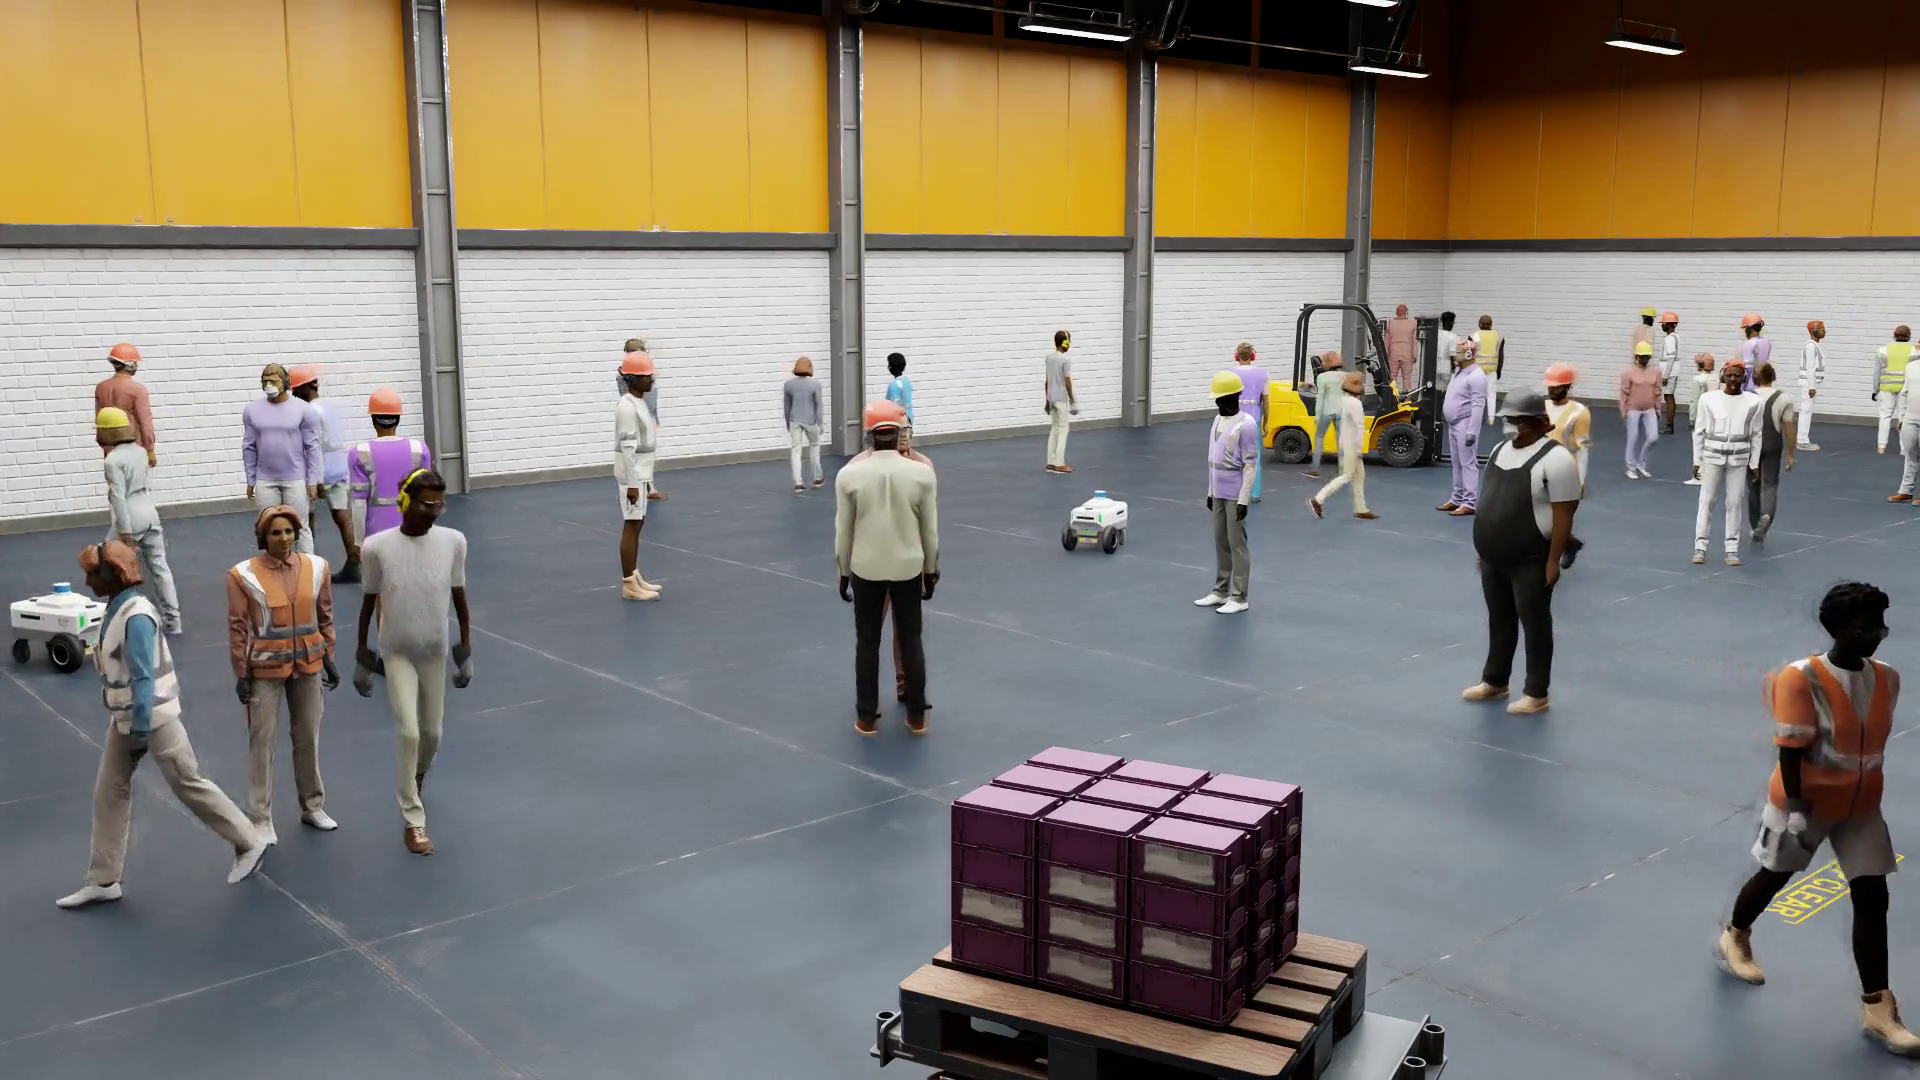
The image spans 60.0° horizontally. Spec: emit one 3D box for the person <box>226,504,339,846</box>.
[{"bbox_3d":[-3.256,0.636,8.033,0.515,1.640,0.315,-10,14,-44],"label":"person"}]

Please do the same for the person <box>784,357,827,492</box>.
[{"bbox_3d":[-1.854,-1.412,20.101,0.527,1.597,0.777,2,10,13],"label":"person"}]

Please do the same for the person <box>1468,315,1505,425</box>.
[{"bbox_3d":[8.742,-2.835,27.771,0.634,1.839,0.429,0,10,-2],"label":"person"}]

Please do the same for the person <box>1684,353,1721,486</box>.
[{"bbox_3d":[9.155,-1.481,20.469,0.516,1.630,0.322,-6,11,-30],"label":"person"}]

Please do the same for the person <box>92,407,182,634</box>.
[{"bbox_3d":[-6.203,-0.127,12.303,0.804,1.711,0.503,1,10,8],"label":"person"}]

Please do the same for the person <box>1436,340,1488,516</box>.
[{"bbox_3d":[5.465,-1.222,18.127,0.404,1.910,0.636,-1,10,-4],"label":"person"}]

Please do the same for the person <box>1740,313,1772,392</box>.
[{"bbox_3d":[10.940,-2.126,23.053,0.605,2.034,0.392,-8,12,-39],"label":"person"}]

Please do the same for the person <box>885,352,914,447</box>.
[{"bbox_3d":[-0.706,-1.339,19.467,0.378,1.693,0.581,3,10,18],"label":"person"}]

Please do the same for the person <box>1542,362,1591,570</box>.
[{"bbox_3d":[5.200,-0.589,14.385,0.646,1.914,0.551,-6,12,-33],"label":"person"}]

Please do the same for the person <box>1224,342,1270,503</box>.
[{"bbox_3d":[3.230,-1.323,18.918,0.565,1.840,0.390,1,10,5],"label":"person"}]

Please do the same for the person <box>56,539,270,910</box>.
[{"bbox_3d":[-3.542,0.775,7.331,0.847,1.595,0.537,-9,13,-41],"label":"person"}]

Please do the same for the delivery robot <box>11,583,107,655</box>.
[{"bbox_3d":[-6.185,0.538,11.482,0.707,0.478,0.477,4,10,21],"label":"delivery robot"}]

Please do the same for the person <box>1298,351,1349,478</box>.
[{"bbox_3d":[4.681,-1.578,21.076,0.594,1.613,0.516,-3,10,-19],"label":"person"}]

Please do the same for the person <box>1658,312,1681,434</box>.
[{"bbox_3d":[11.207,-2.641,26.347,0.375,1.939,0.546,6,11,31],"label":"person"}]

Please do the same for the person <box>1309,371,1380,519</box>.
[{"bbox_3d":[4.119,-1.000,17.707,0.745,1.606,0.510,0,10,-1],"label":"person"}]

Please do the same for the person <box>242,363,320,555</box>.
[{"bbox_3d":[-5.602,-0.490,13.753,0.629,1.940,0.373,0,10,-3],"label":"person"}]

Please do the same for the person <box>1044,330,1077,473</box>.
[{"bbox_3d":[1.294,-1.795,21.645,0.375,1.853,0.543,-6,11,-32],"label":"person"}]

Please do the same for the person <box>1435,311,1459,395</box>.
[{"bbox_3d":[7.982,-2.819,27.472,0.988,1.918,0.619,-7,12,-35],"label":"person"}]

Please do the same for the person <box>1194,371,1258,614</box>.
[{"bbox_3d":[2.119,-0.378,13.158,0.375,1.919,0.584,-4,10,-21],"label":"person"}]

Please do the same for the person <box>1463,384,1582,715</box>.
[{"bbox_3d":[3.430,0.051,10.288,0.536,2.000,0.688,-4,11,-24],"label":"person"}]

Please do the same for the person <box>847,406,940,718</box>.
[{"bbox_3d":[-0.404,0.125,10.244,0.637,1.911,0.406,-6,11,-31],"label":"person"}]

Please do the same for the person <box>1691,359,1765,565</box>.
[{"bbox_3d":[6.997,-0.708,15.190,0.572,1.883,0.355,4,10,21],"label":"person"}]

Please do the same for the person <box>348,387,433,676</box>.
[{"bbox_3d":[-3.820,-0.054,11.200,0.543,1.940,0.361,-6,11,-30],"label":"person"}]

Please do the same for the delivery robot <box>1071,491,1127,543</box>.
[{"bbox_3d":[1.343,-0.230,16.004,0.477,0.478,0.707,5,11,27],"label":"delivery robot"}]

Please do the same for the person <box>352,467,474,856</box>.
[{"bbox_3d":[-2.662,0.540,8.065,0.561,1.833,0.786,-6,11,-29],"label":"person"}]

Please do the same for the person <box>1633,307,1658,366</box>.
[{"bbox_3d":[12.141,-3.170,29.502,0.395,1.920,0.646,-1,10,-7],"label":"person"}]

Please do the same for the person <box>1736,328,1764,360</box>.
[{"bbox_3d":[12.339,-2.482,25.974,0.528,1.756,0.483,-1,10,-4],"label":"person"}]

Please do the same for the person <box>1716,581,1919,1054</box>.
[{"bbox_3d":[3.187,0.952,6.146,0.533,1.655,0.877,-2,10,-9],"label":"person"}]

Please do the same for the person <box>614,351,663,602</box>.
[{"bbox_3d":[-2.632,-0.525,13.648,0.397,2.044,0.609,0,10,-2],"label":"person"}]

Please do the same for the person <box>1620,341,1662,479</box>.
[{"bbox_3d":[8.596,-1.629,20.976,0.548,1.746,0.426,0,10,-1],"label":"person"}]

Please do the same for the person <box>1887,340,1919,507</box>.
[{"bbox_3d":[10.872,-1.348,18.777,0.373,1.941,0.627,-3,10,-17],"label":"person"}]

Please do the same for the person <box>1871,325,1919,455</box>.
[{"bbox_3d":[13.323,-2.123,23.629,0.652,1.838,0.429,6,12,33],"label":"person"}]

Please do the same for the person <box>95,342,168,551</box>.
[{"bbox_3d":[-7.955,-0.891,15.936,0.622,1.992,0.396,3,10,18],"label":"person"}]

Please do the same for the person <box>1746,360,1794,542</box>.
[{"bbox_3d":[7.875,-0.859,16.318,0.526,1.812,0.826,5,11,26],"label":"person"}]

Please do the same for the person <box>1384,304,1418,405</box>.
[{"bbox_3d":[8.330,-3.496,31.447,0.640,1.909,0.409,3,10,18],"label":"person"}]

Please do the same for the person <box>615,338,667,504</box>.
[{"bbox_3d":[-3.658,-1.348,18.932,0.371,1.895,0.711,4,10,20],"label":"person"}]

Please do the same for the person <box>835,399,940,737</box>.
[{"bbox_3d":[-0.425,0.167,9.788,0.608,1.986,0.415,-1,10,-8],"label":"person"}]

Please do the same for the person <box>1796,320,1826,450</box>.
[{"bbox_3d":[12.403,-2.250,24.217,0.355,1.885,0.575,5,11,25],"label":"person"}]

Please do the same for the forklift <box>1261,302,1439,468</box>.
[{"bbox_3d":[5.320,-2.157,22.763,2.313,2.155,1.214,3,10,16],"label":"forklift"}]

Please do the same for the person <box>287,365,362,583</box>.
[{"bbox_3d":[-5.555,-0.554,14.287,0.853,1.877,0.568,1,10,5],"label":"person"}]
